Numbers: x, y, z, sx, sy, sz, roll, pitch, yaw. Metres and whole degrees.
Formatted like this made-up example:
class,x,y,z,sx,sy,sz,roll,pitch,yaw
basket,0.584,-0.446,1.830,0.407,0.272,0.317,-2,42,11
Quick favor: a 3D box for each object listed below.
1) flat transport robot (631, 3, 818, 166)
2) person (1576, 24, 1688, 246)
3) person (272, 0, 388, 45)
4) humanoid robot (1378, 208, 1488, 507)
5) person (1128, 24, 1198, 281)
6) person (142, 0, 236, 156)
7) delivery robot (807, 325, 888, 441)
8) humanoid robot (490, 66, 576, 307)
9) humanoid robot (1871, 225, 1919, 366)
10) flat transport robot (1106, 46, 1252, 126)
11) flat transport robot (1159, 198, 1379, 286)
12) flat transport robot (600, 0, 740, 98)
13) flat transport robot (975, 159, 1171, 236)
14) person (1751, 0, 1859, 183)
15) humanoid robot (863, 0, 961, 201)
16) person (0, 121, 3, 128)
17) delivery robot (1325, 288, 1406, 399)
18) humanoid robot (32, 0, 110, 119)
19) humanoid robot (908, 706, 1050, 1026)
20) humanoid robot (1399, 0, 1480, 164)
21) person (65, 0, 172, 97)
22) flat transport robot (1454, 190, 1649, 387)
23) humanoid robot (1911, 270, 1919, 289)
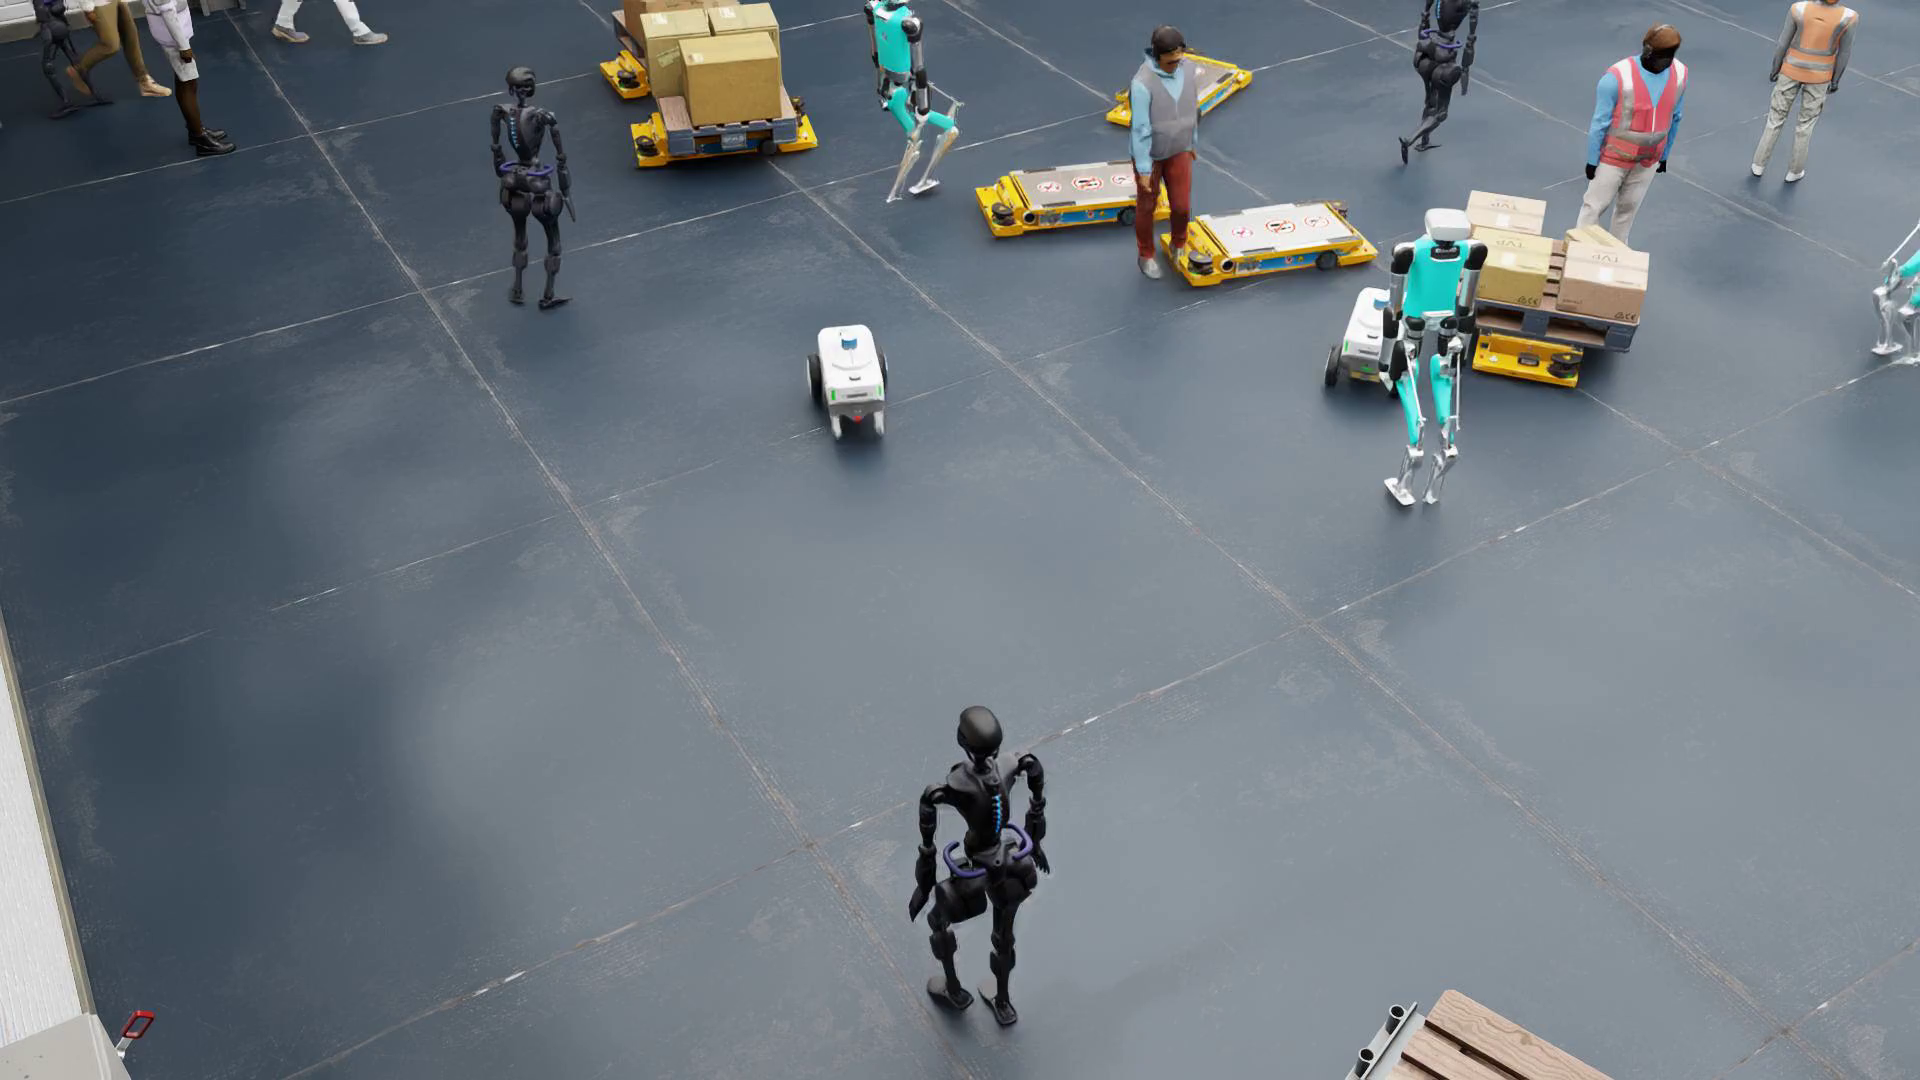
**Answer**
class,x,y,z,sx,sy,sz,roll,pitch,yaw
flat transport robot,-1.919,-3.312,13.471,1.431,0.231,0.659,-9,39,-11
person,4.564,-2.624,11.344,0.637,1.839,0.430,-6,39,-8
person,-5.797,-5.274,14.693,1.015,1.830,0.570,-4,39,-5
humanoid robot,2.640,-0.892,9.263,0.541,1.803,0.768,-5,39,-6
person,1.386,-2.636,11.349,0.579,1.858,0.476,-10,40,-13
person,-6.097,-3.950,12.934,0.351,1.938,0.543,-20,43,-24
delivery robot,-0.680,-1.021,10.340,0.499,0.583,0.767,-6,39,-8
humanoid robot,-2.885,-2.351,11.127,0.606,1.629,0.399,11,40,14
humanoid robot,6.170,-1.871,10.465,0.769,1.770,0.530,-12,40,-14
flat transport robot,1.872,-3.795,14.081,0.659,0.231,1.431,22,43,26
flat transport robot,2.230,-2.151,12.006,1.431,0.231,0.659,-10,39,-12
flat transport robot,-2.373,-4.195,14.585,1.431,0.231,0.659,-17,42,-21
flat transport robot,0.883,-2.585,12.553,1.431,0.231,0.659,-8,39,-10
person,6.412,-3.515,12.620,0.512,1.641,0.311,21,43,25
humanoid robot,-0.285,-3.303,12.284,0.805,1.774,0.553,-31,48,-33
person,-8.132,-4.095,13.197,0.377,1.836,0.562,24,44,27
delivery robot,2.675,-1.309,10.708,0.499,0.587,0.777,13,40,15
humanoid robot,-7.472,-4.289,13.575,0.545,1.634,0.587,-17,42,-21
humanoid robot,0.083,1.282,6.545,0.609,1.641,0.458,-19,42,-22
humanoid robot,3.675,-3.743,12.900,0.624,1.637,0.607,-20,43,-23
person,-7.150,-4.450,13.718,0.678,1.733,0.550,1,38,1
flat transport robot,3.871,-1.511,11.198,0.659,0.231,1.431,13,40,15
humanoid robot,6.847,-2.429,11.134,0.531,1.739,0.703,5,39,6
